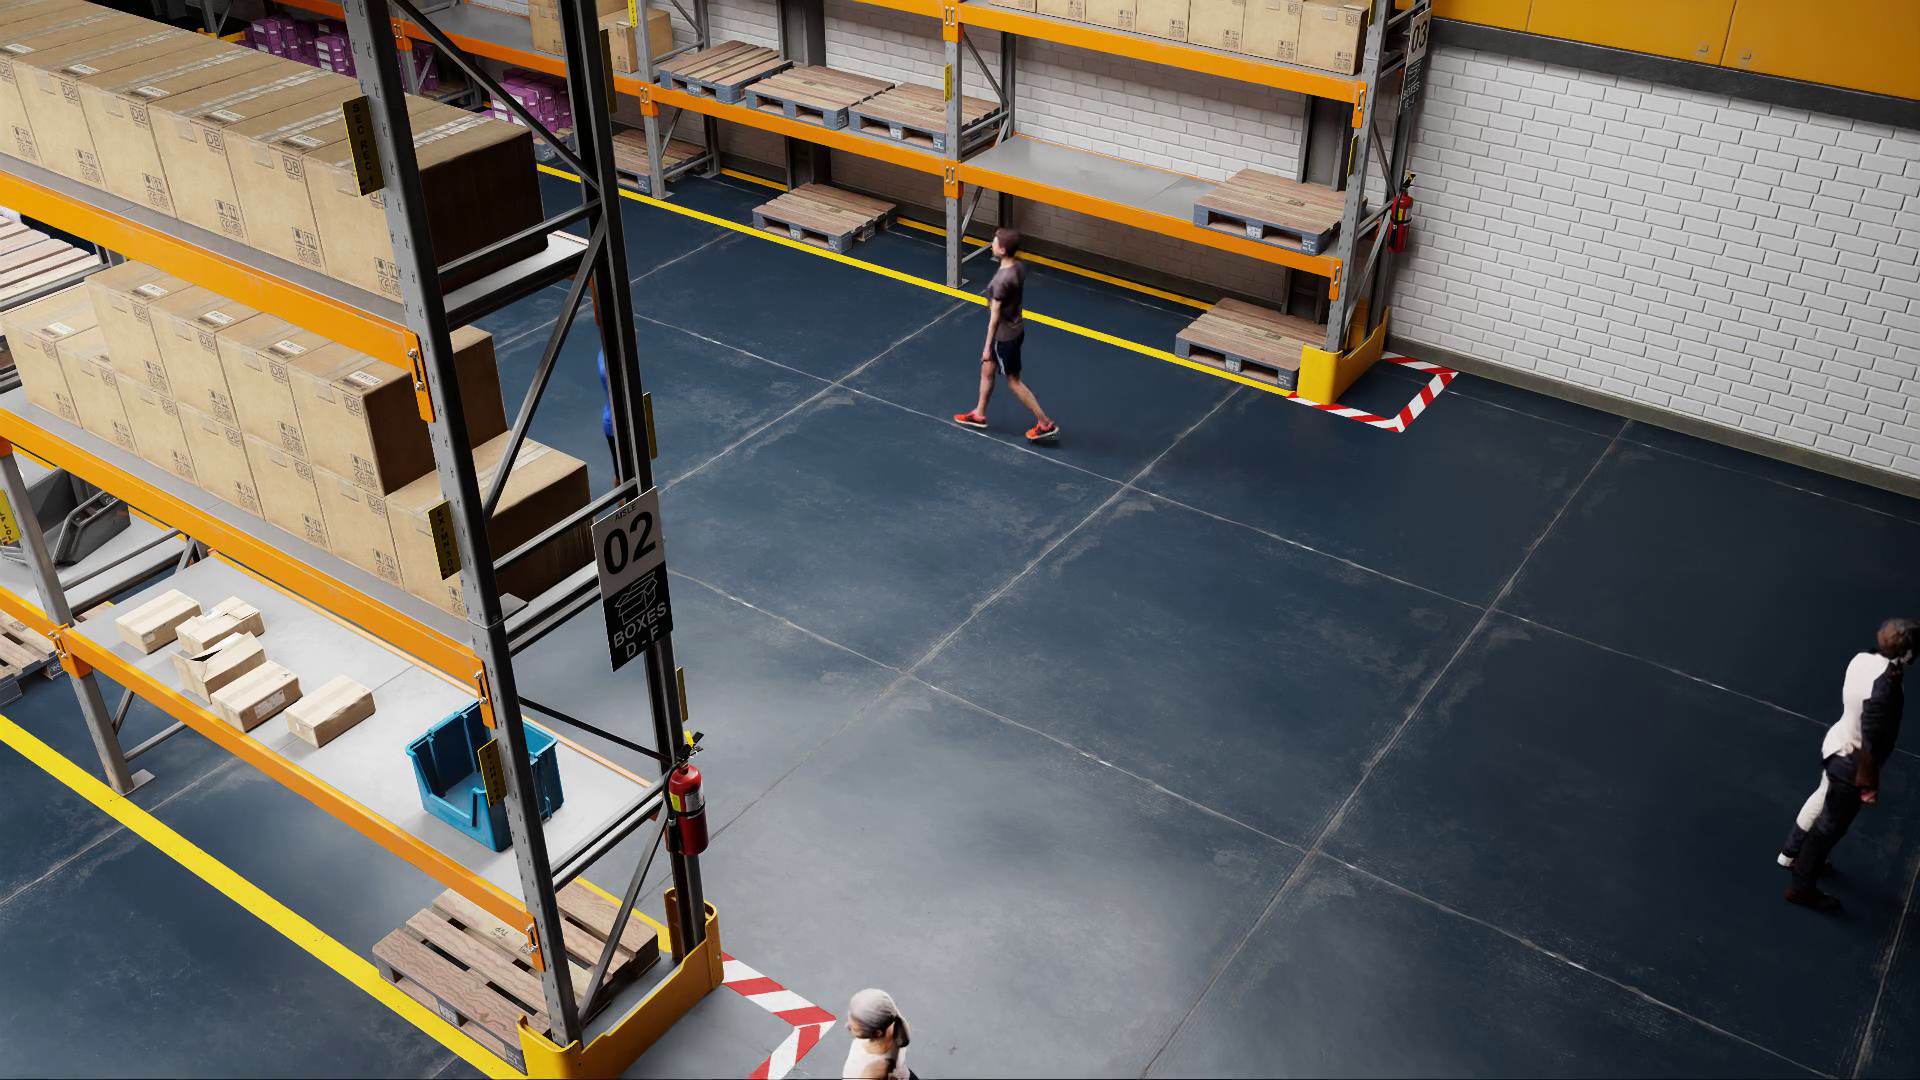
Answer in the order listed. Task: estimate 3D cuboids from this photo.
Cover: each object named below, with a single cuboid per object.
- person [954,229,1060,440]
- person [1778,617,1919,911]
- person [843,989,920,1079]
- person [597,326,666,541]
[{"bbox_3d":[0.456,-1.619,13.521,1.244,1.814,0.886,11,35,16],"label":"person"},{"bbox_3d":[4.919,1.204,9.206,0.684,1.889,0.741,11,35,17],"label":"person"},{"bbox_3d":[-0.207,2.582,7.352,1.303,1.648,0.925,9,35,13],"label":"person"},{"bbox_3d":[-2.498,-0.836,12.293,0.766,1.869,0.691,-8,35,-13],"label":"person"}]
